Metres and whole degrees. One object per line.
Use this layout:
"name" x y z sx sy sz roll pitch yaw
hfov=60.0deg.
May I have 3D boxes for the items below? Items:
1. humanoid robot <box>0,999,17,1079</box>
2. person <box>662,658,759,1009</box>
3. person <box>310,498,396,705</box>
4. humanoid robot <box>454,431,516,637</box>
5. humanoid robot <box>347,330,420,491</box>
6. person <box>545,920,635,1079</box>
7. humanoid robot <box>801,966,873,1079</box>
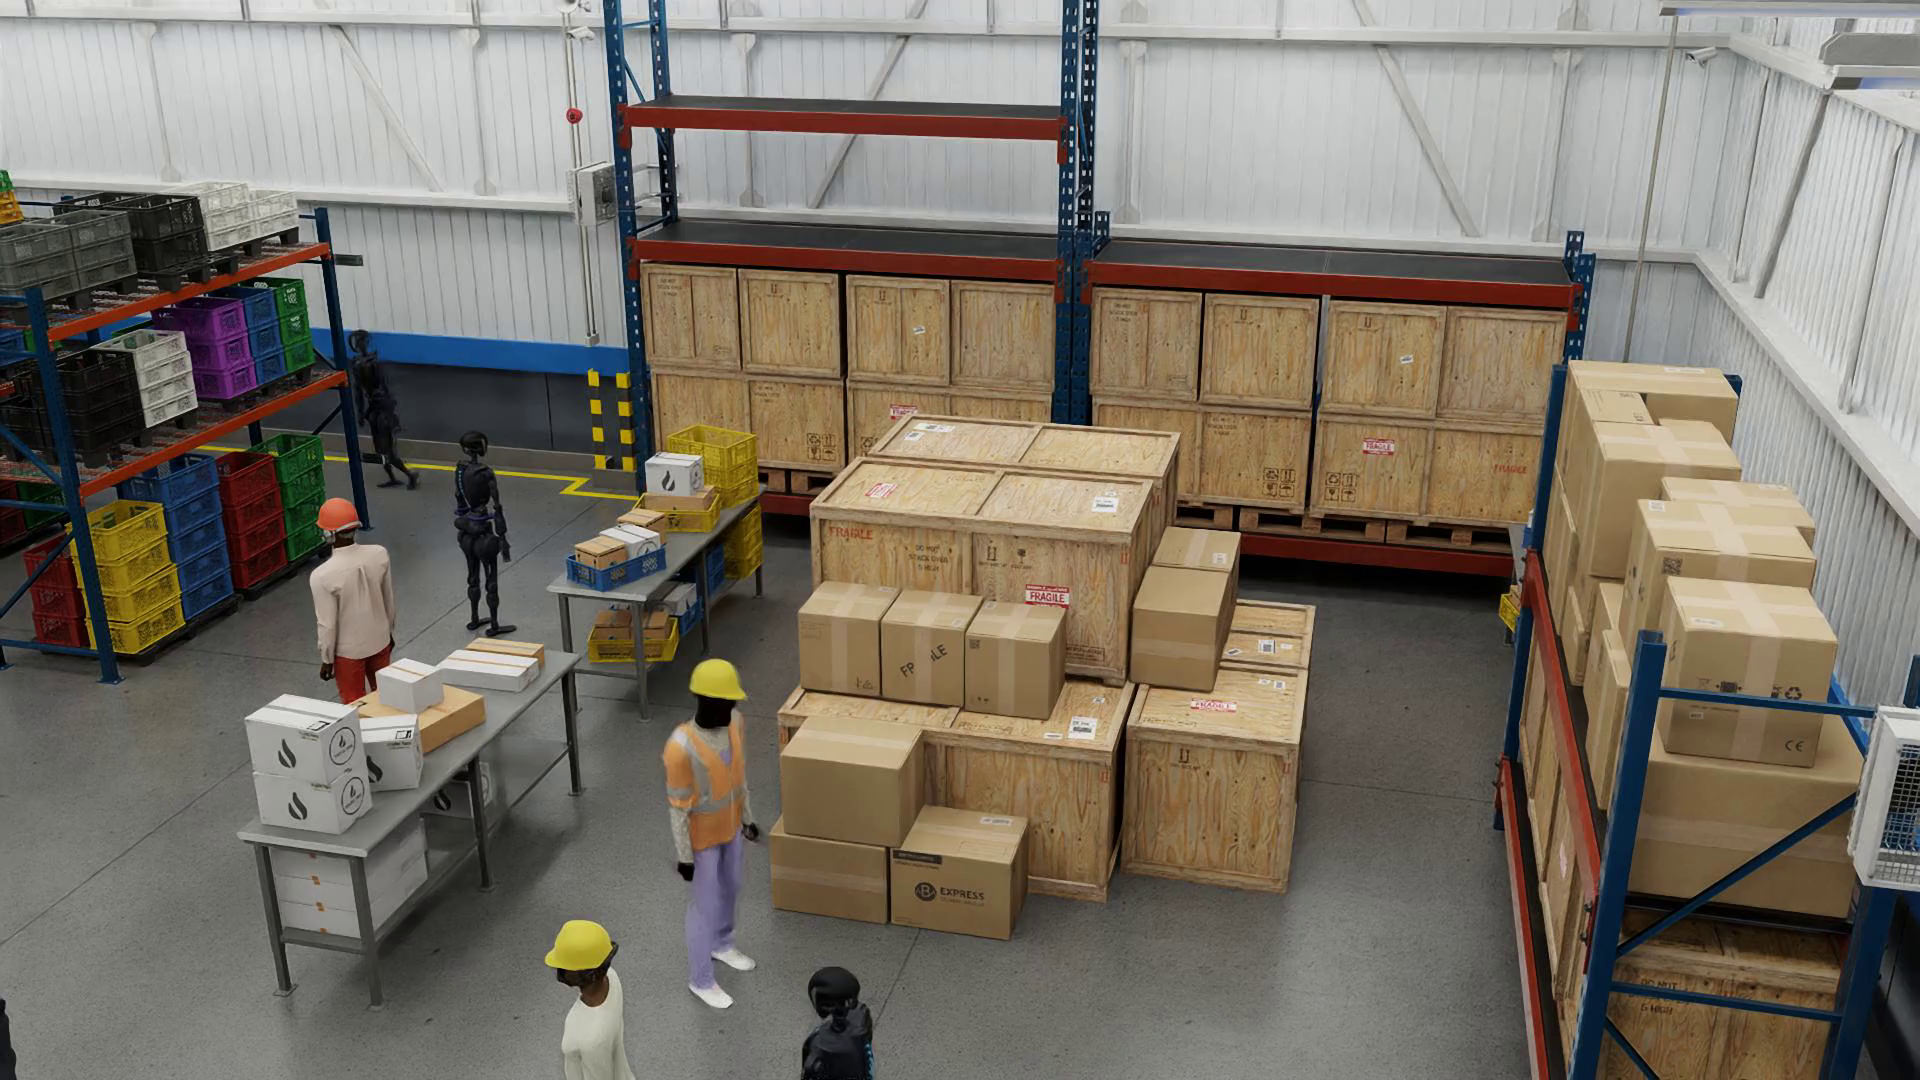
"humanoid robot" -4.365 2.216 7.256 0.609 1.657 0.315 5 21 13
"person" -1.297 1.513 8.780 0.376 1.927 0.591 11 23 26
"person" -3.938 0.675 10.866 0.380 1.994 0.610 11 23 26
"humanoid robot" -3.813 -0.071 13.238 0.591 1.657 0.328 17 27 37
"humanoid robot" -5.721 -1.293 16.473 0.639 1.629 0.458 19 28 40
"person" -1.487 2.330 6.852 0.308 1.768 0.522 -3 21 -8
"humanoid robot" -0.494 2.432 6.705 0.333 1.651 0.589 9 23 23
